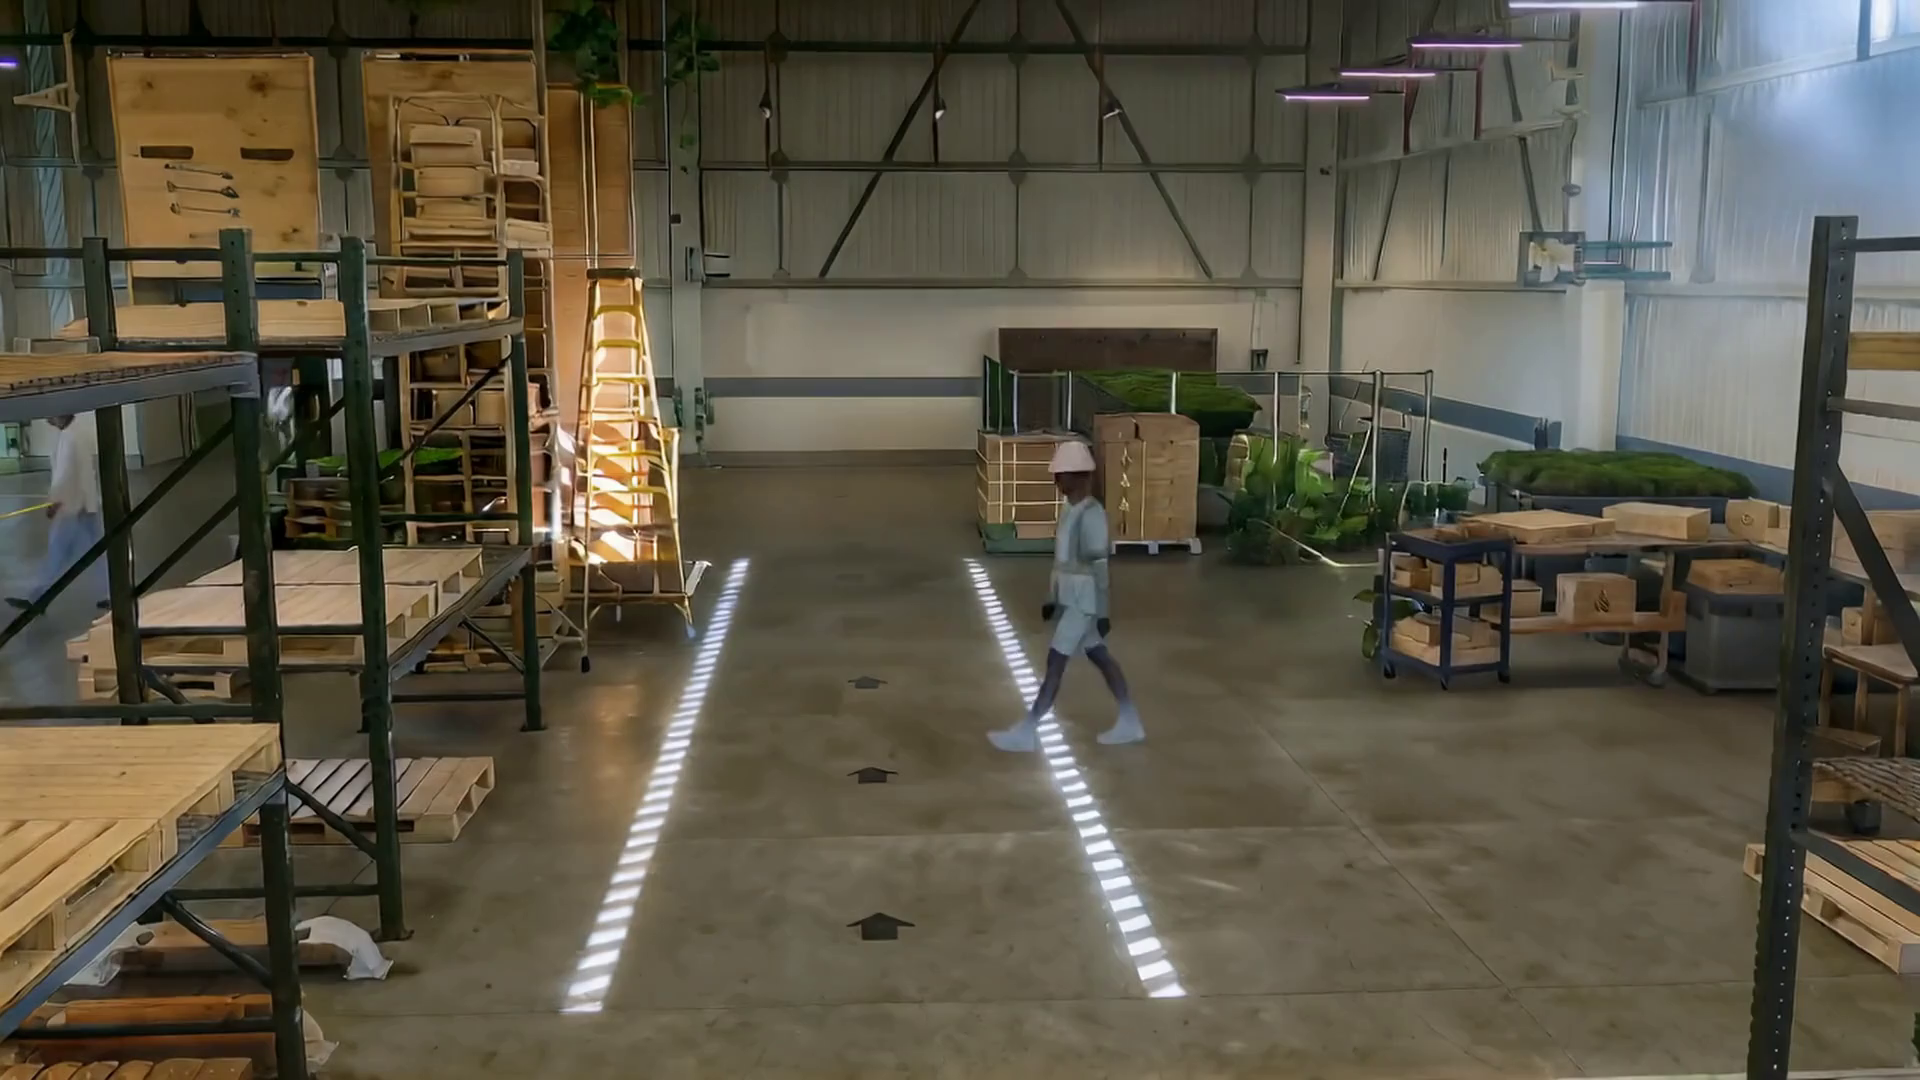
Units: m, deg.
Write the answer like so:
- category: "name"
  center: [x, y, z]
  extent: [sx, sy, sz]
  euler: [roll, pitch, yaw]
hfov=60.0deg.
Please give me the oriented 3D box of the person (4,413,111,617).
- category: "person"
  center: [-7.610, -0.305, 14.179]
  extent: [1.032, 1.878, 0.651]
  euler: [-6, 11, -33]

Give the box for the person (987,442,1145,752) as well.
- category: "person"
  center: [0.682, 0.345, 10.096]
  extent: [1.021, 1.878, 0.561]
  euler: [-2, 9, -11]

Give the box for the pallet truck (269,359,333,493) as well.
- category: "pallet truck"
  center: [-7.062, -1.131, 18.996]
  extent: [1.885, 1.965, 0.823]
  euler: [2, 9, 13]

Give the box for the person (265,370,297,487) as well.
- category: "person"
  center: [-9.280, -1.530, 22.774]
  extent: [0.536, 1.593, 0.856]
  euler: [6, 11, 32]
